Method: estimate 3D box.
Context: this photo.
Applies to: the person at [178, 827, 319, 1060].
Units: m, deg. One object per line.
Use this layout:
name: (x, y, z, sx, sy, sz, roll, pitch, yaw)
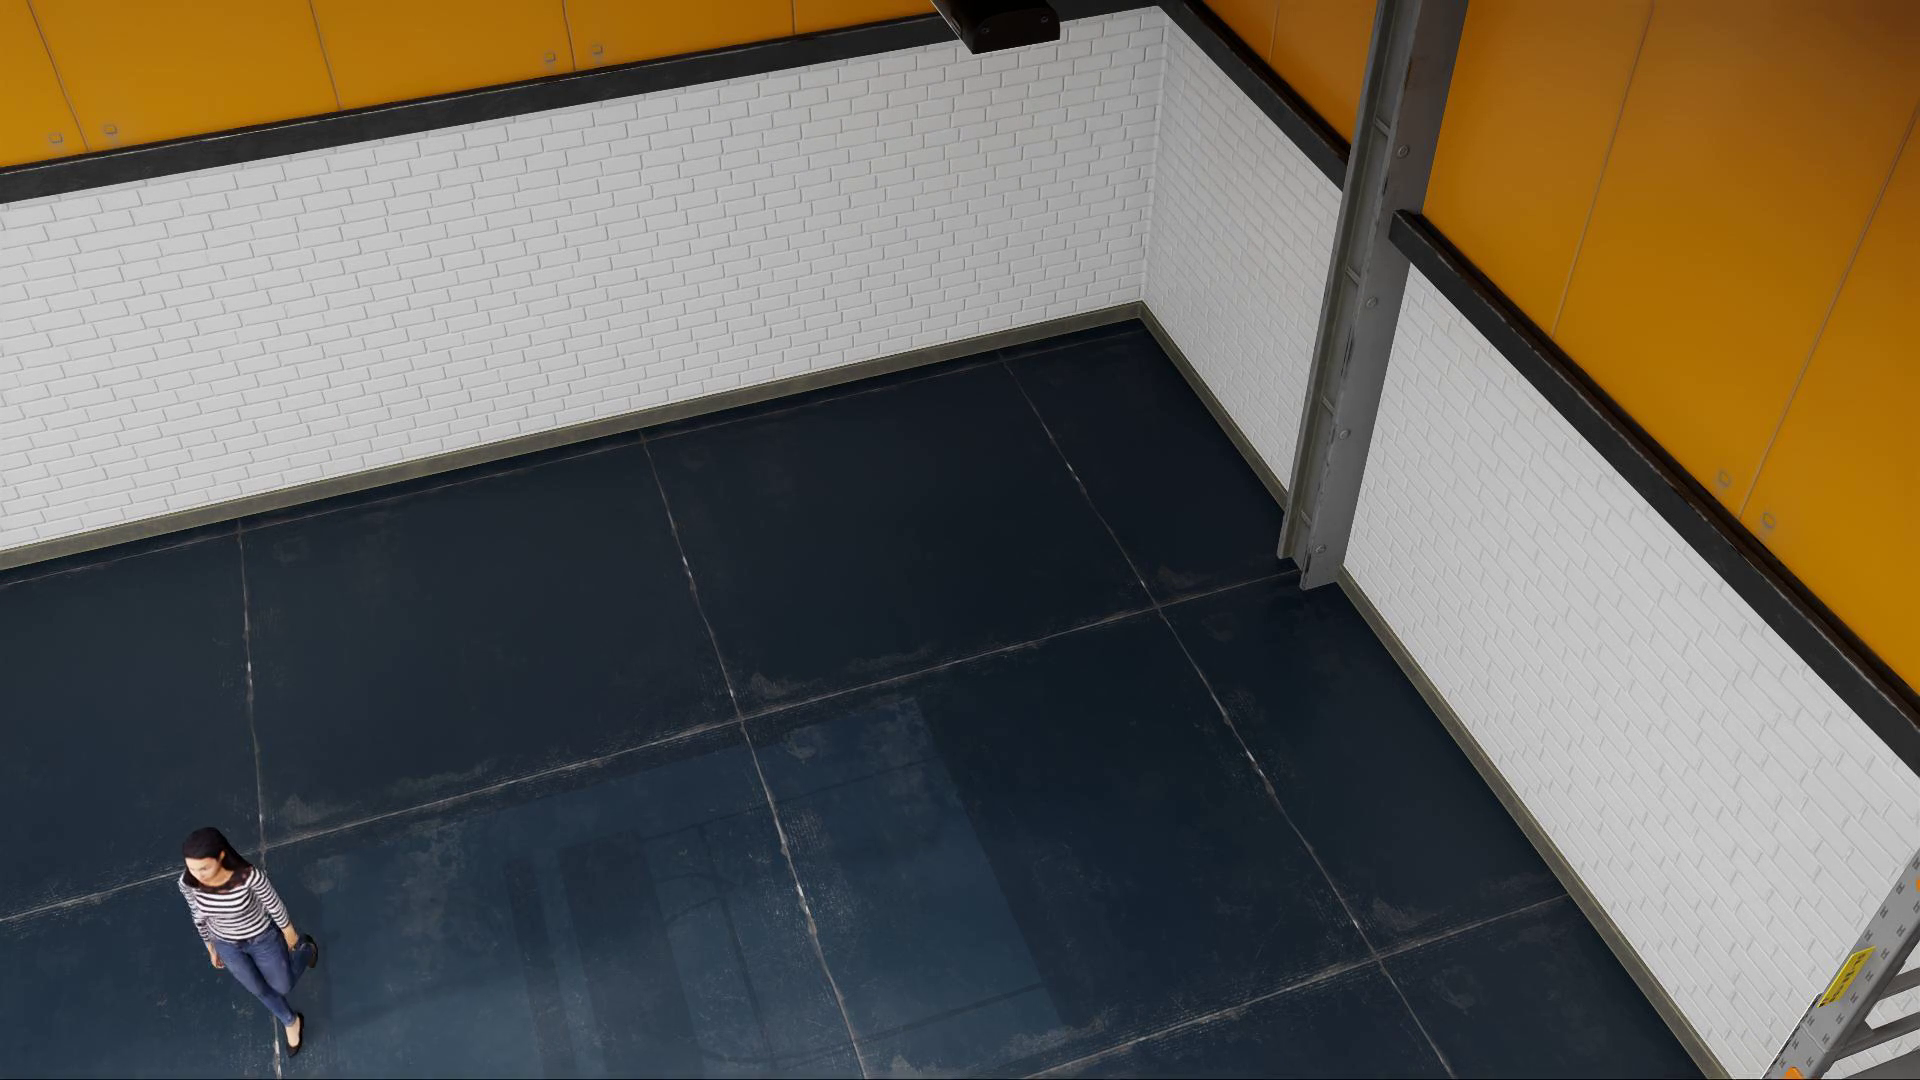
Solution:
person: (-3.681, 2.033, 8.698, 0.743, 1.779, 0.914, -1, 44, -1)
